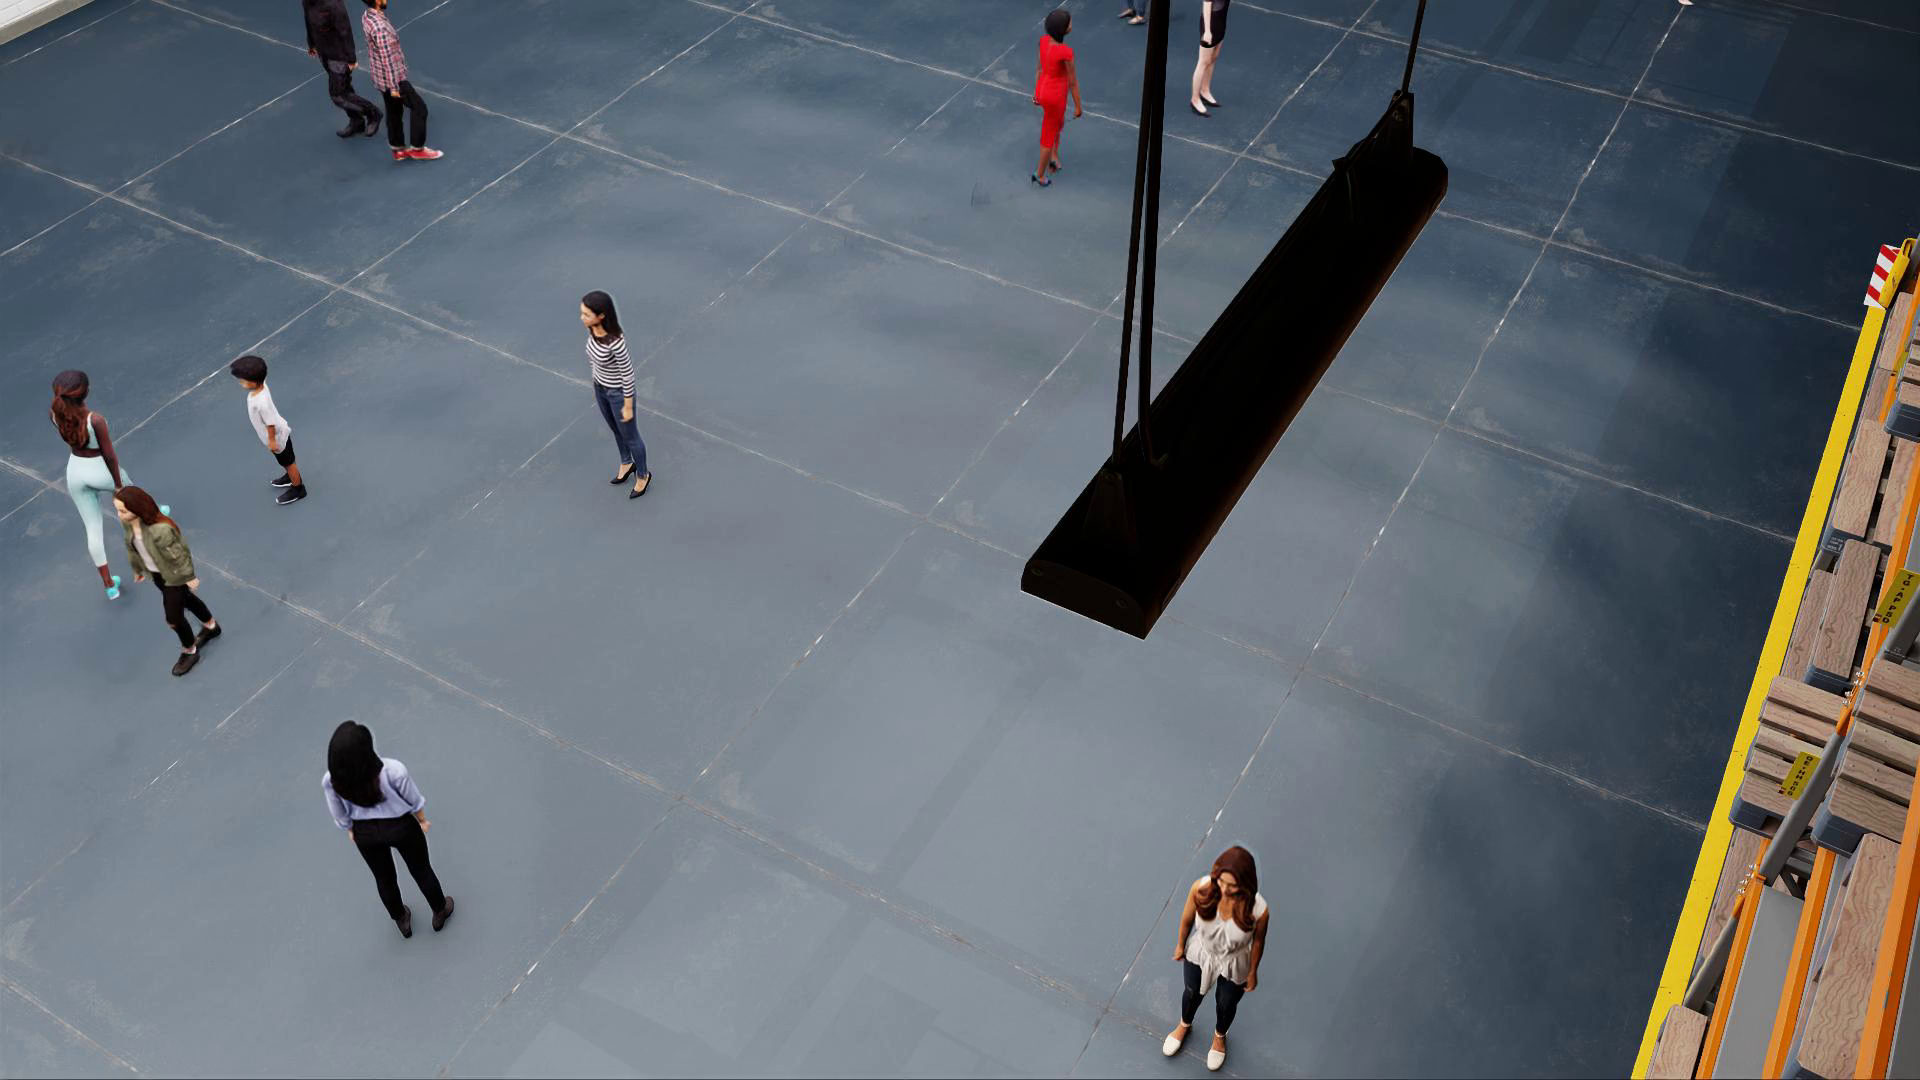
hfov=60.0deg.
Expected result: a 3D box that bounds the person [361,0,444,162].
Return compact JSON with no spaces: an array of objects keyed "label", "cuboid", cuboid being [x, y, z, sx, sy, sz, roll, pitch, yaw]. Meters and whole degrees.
[{"label":"person","cuboid":[-5.370,-4.304,15.480,0.826,1.741,0.808,-24,49,-23]}]

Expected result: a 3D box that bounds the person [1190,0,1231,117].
[{"label":"person","cuboid":[2.446,-5.025,16.171,0.629,1.831,0.415,21,48,21]}]

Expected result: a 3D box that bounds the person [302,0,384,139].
[{"label":"person","cuboid":[-5.845,-4.665,15.799,0.829,1.825,0.833,-30,51,-28]}]

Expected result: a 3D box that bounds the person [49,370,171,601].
[{"label":"person","cuboid":[-5.940,-0.348,11.384,0.969,1.663,1.218,-1,44,-1]}]

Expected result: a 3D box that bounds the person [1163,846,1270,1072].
[{"label":"person","cuboid":[1.354,2.166,8.657,0.619,1.784,0.552,17,46,17]}]

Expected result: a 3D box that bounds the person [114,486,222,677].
[{"label":"person","cuboid":[-5.173,0.175,10.982,0.603,1.461,0.690,22,48,21]}]

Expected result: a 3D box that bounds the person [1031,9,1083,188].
[{"label":"person","cuboid":[0.771,-3.973,15.140,0.806,1.731,0.745,-28,50,-26]}]

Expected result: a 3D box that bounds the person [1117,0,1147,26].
[{"label":"person","cuboid":[1.950,-6.120,17.706,0.648,1.299,0.579,-3,44,-3]}]

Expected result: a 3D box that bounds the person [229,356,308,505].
[{"label":"person","cuboid":[-5.038,-0.832,12.183,0.621,1.262,0.574,-17,46,-17]}]

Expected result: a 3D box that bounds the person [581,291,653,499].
[{"label":"person","cuboid":[-2.489,-1.047,12.022,0.610,1.795,0.654,-32,52,-29]}]

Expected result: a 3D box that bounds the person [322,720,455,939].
[{"label":"person","cuboid":[-3.195,1.621,9.259,0.720,1.743,0.758,-6,44,-7]}]
